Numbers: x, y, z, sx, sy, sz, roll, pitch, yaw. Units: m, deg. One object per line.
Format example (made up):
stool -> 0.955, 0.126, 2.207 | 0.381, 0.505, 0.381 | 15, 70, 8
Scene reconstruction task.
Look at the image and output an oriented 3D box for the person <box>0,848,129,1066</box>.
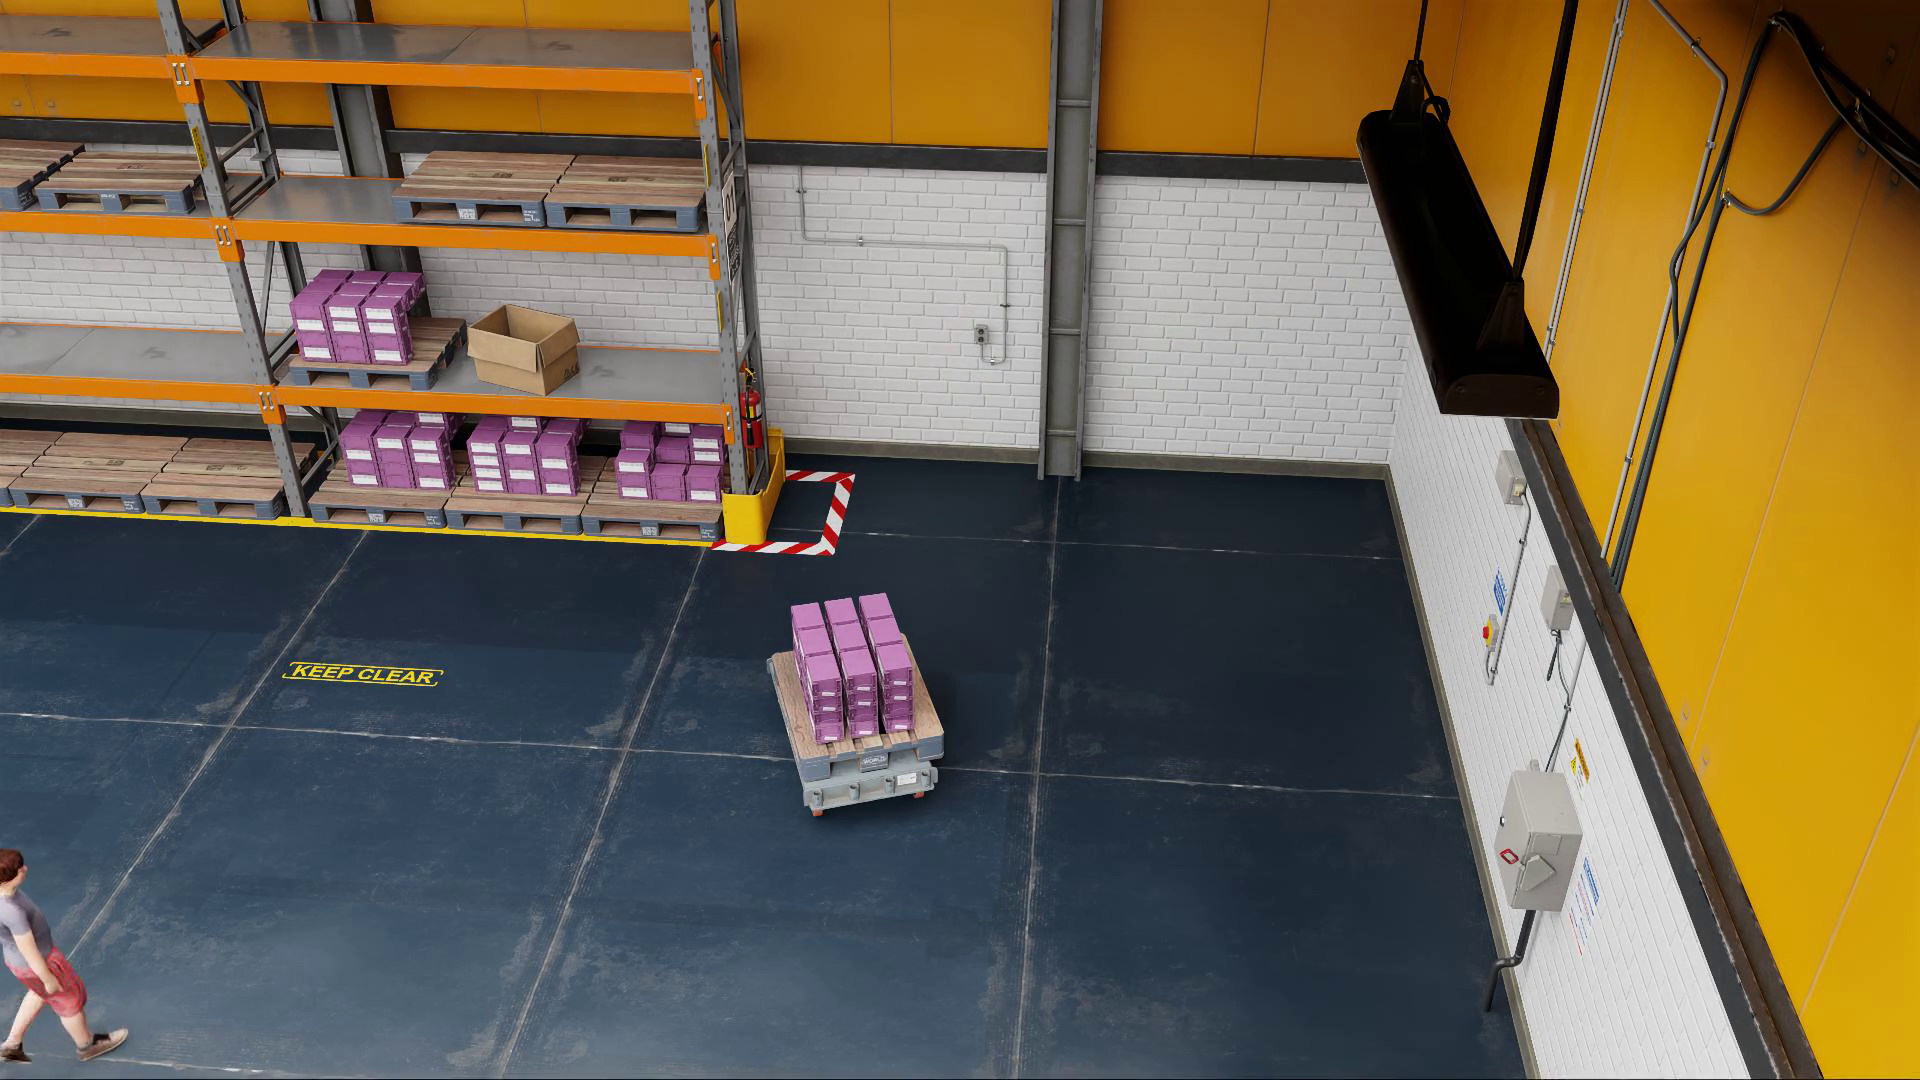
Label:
person -> -5.276, 2.397, 9.344 | 0.970, 1.635, 0.933 | -28, 43, -36
